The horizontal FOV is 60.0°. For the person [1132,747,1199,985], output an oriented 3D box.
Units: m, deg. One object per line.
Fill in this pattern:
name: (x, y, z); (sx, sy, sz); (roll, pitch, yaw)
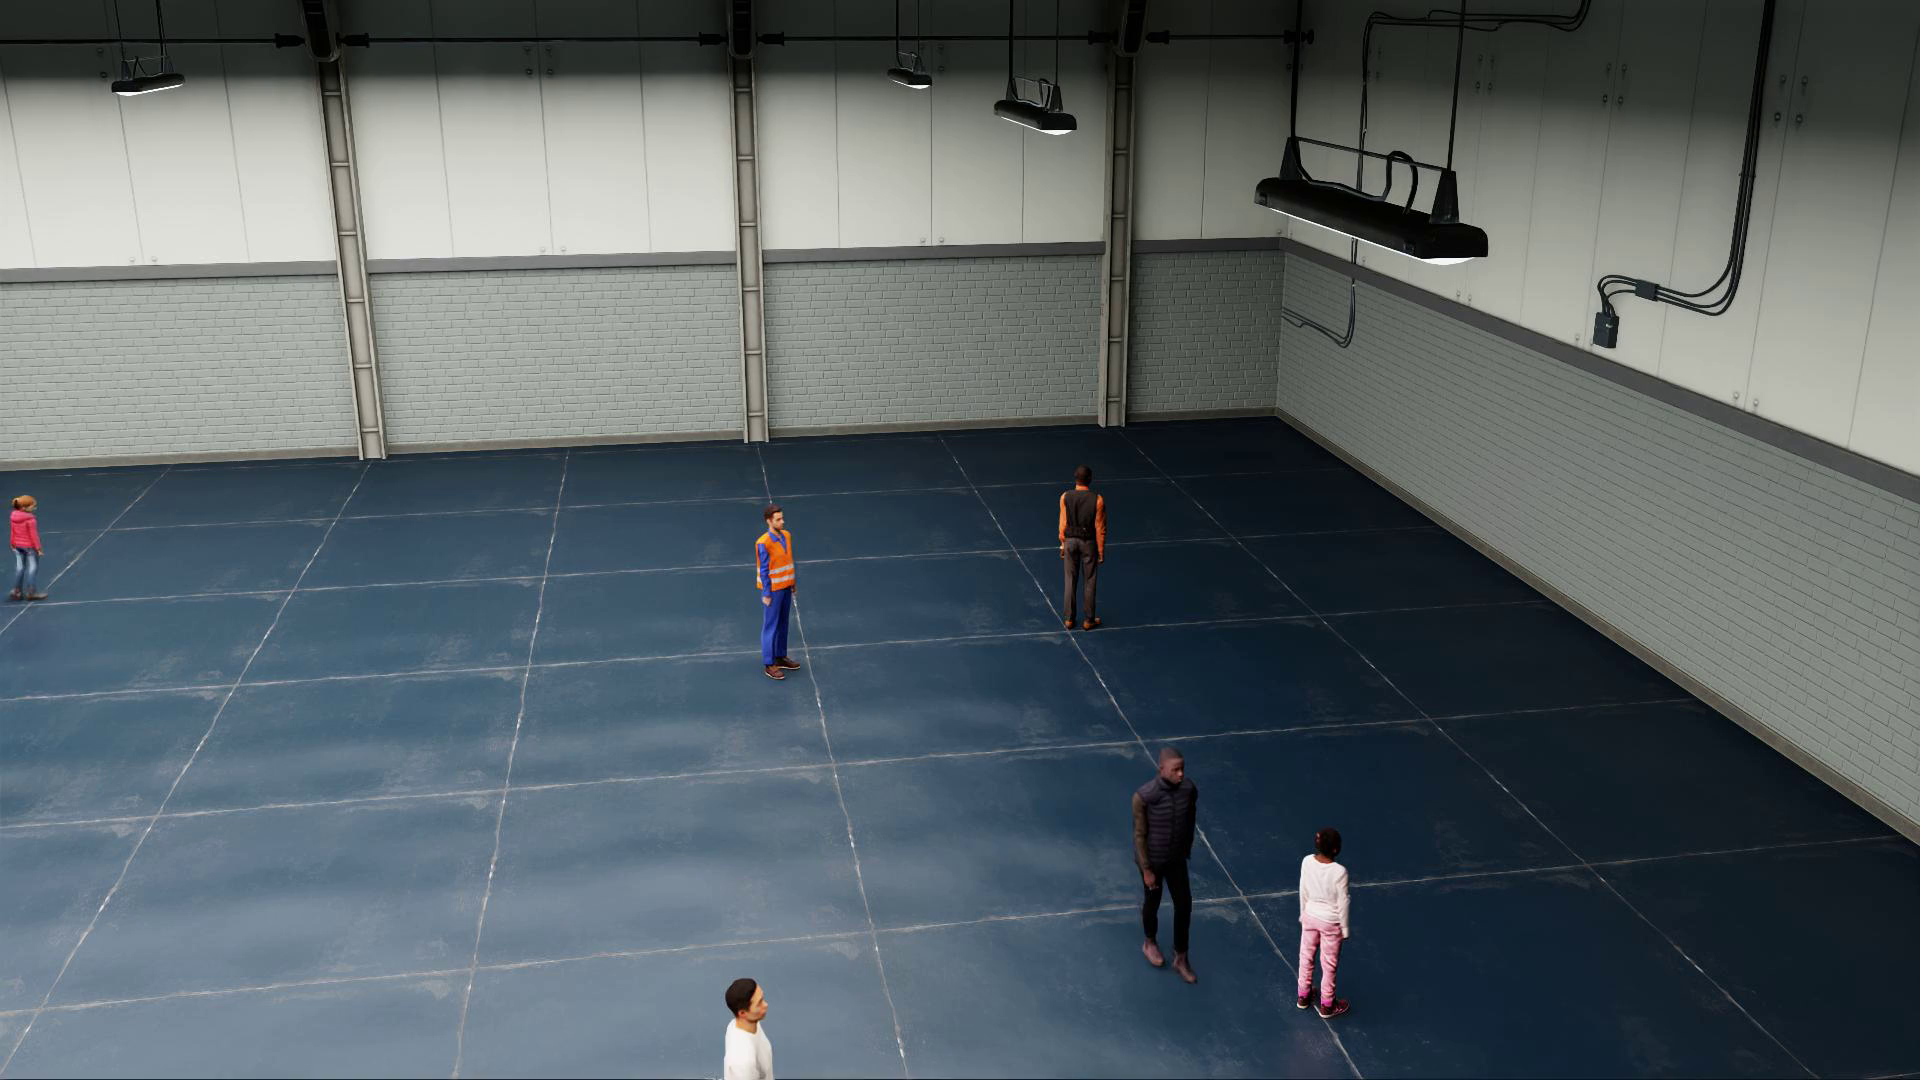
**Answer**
person: (1.437, 2.302, 12.203); (0.824, 1.811, 0.841); (-6, 19, -18)

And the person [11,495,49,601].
person: (-11.181, 0.093, 19.815); (0.637, 1.298, 0.777); (4, 18, 11)

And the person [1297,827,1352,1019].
person: (2.556, 2.660, 11.701); (0.659, 1.441, 0.627); (-17, 25, -42)

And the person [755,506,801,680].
person: (-1.941, 0.522, 17.582); (0.818, 1.864, 0.784); (9, 20, 26)

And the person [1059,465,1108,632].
person: (1.377, 0.079, 18.874); (0.716, 1.908, 0.851); (5, 19, 16)

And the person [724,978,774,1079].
person: (-1.258, 3.254, 9.314); (0.699, 1.790, 0.695); (0, 18, -1)
